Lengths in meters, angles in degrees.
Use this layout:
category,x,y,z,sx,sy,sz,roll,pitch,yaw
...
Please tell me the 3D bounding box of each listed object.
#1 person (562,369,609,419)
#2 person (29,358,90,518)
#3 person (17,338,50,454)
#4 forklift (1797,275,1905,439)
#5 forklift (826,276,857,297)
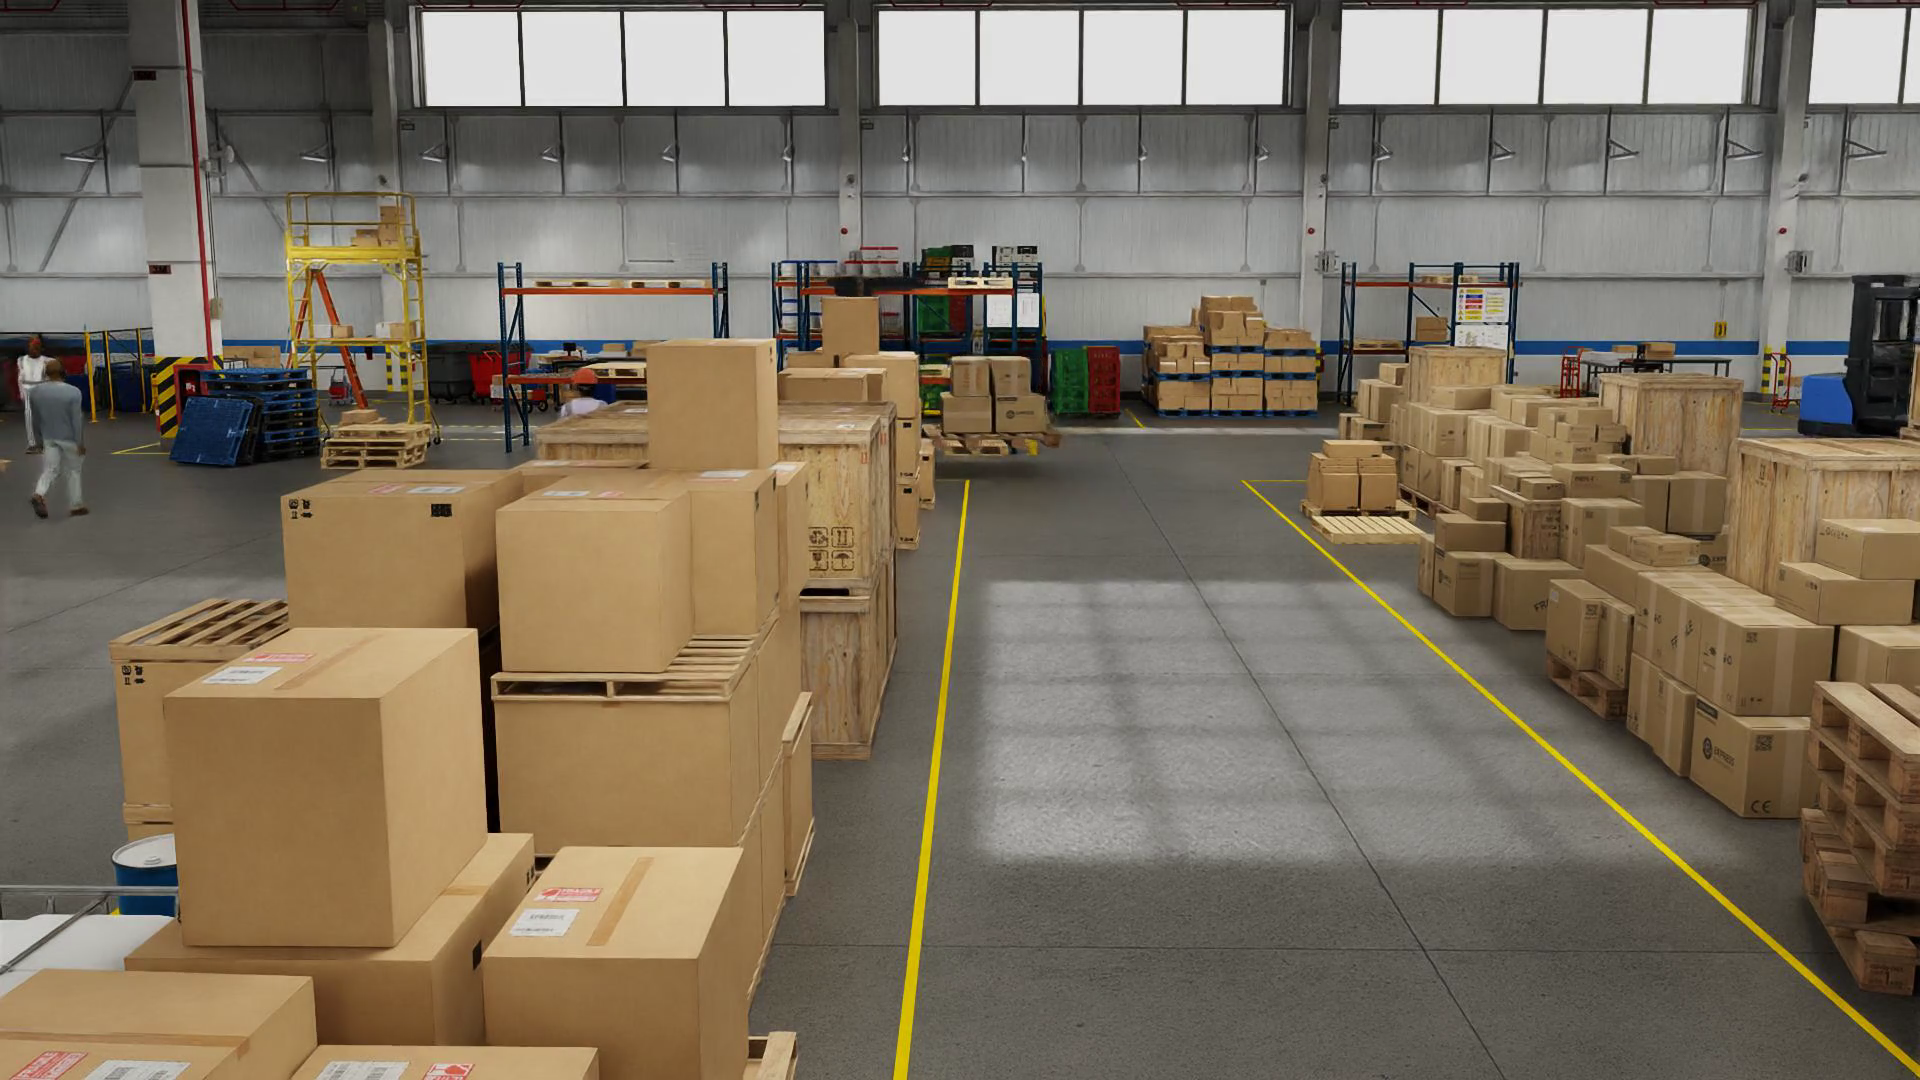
category,x,y,z,sx,sy,sz,roll,pitch,yaw
person,-3.989,-0.894,17.930,0.574,1.891,0.949,-1,10,-5
person,-10.650,-1.181,19.606,0.629,1.917,0.789,1,10,4
person,-14.620,-2.268,26.329,0.615,1.838,0.802,-2,10,-11
forklift,15.408,-3.089,28.137,1.129,2.768,1.873,-5,11,-26
forklift,-1.664,-2.411,24.077,1.873,2.768,1.129,-1,10,-6
